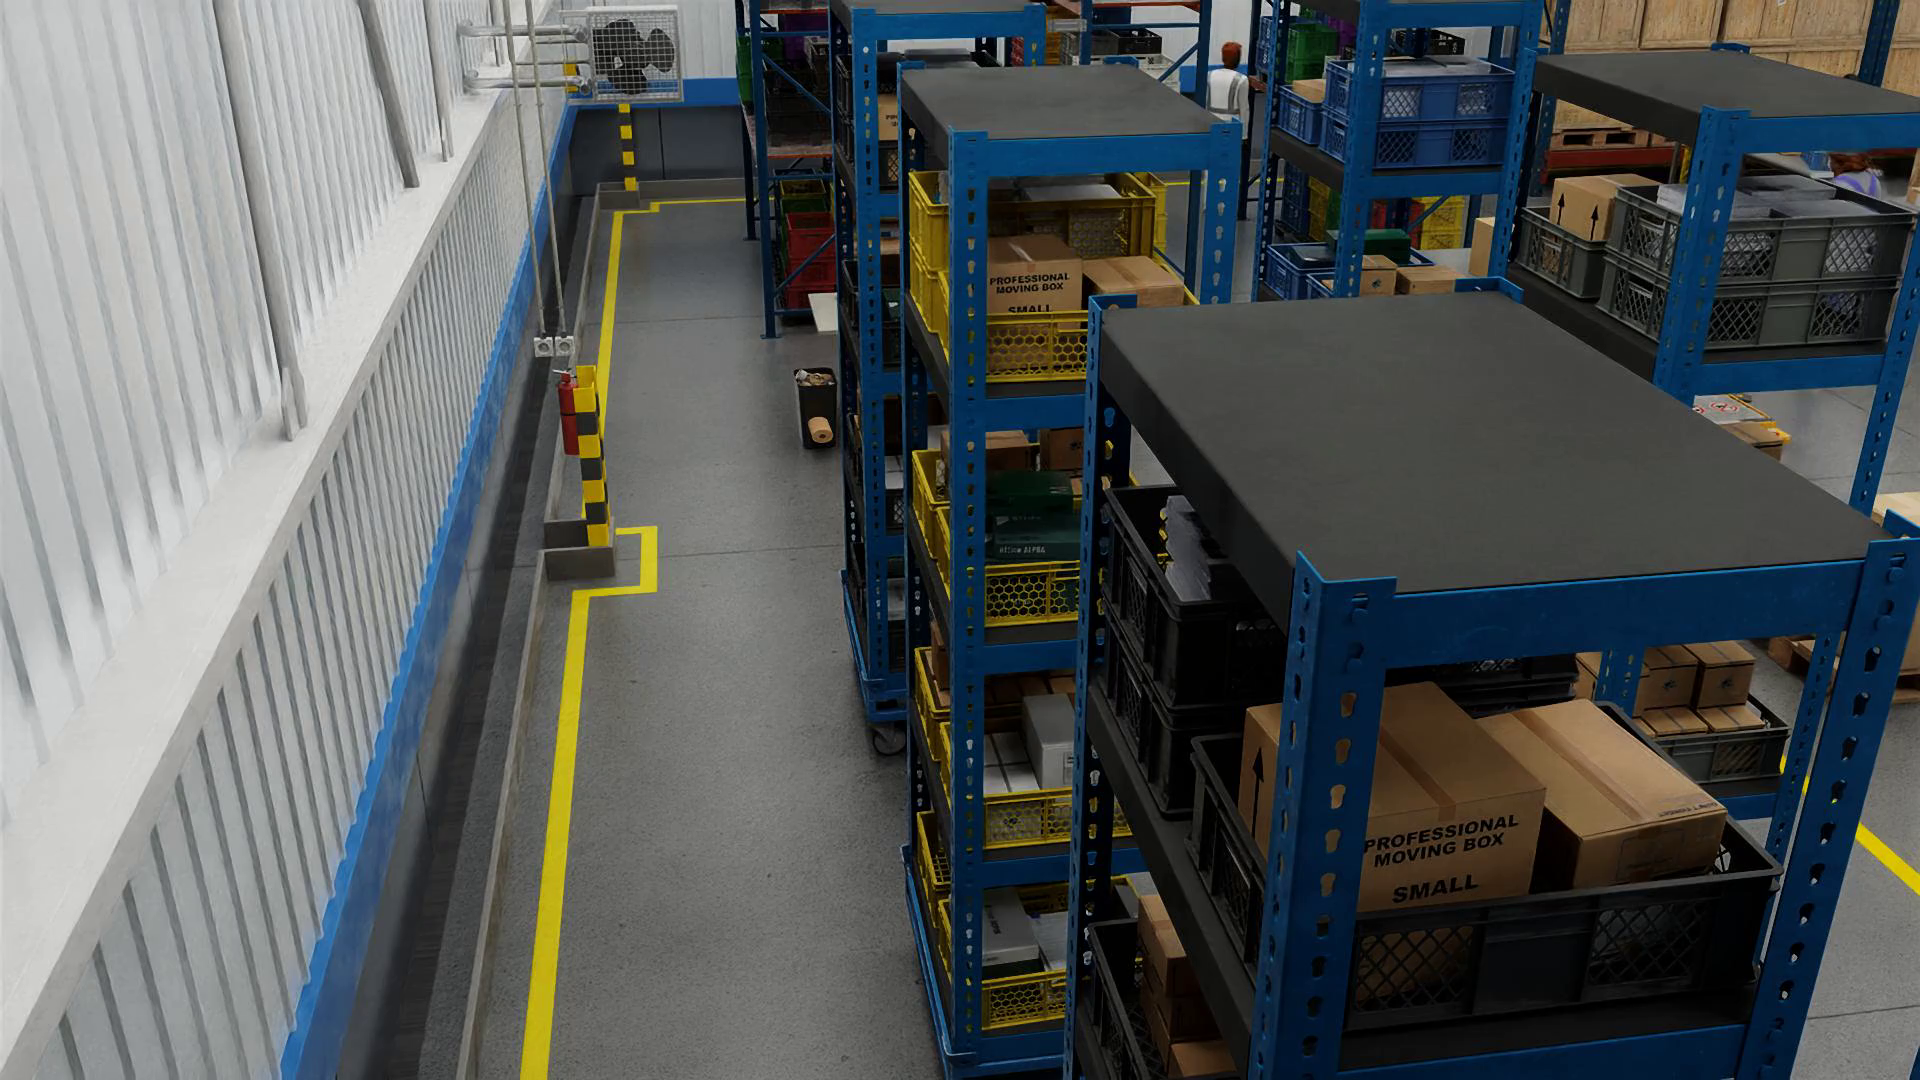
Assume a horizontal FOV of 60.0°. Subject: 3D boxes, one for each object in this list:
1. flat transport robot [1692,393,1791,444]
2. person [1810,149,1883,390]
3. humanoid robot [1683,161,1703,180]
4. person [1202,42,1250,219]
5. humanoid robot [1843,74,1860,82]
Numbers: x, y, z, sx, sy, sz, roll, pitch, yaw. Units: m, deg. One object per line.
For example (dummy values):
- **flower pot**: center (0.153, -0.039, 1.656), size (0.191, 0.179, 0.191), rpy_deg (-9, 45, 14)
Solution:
- **flat transport robot**: center (5.224, -0.859, 12.132), size (1.431, 0.197, 0.652), rpy_deg (-4, 25, -8)
- **person**: center (6.655, -2.220, 13.007), size (0.690, 2.000, 0.711), rpy_deg (-17, 29, -32)
- **humanoid robot**: center (7.374, -3.659, 16.550), size (0.327, 1.657, 0.591), rpy_deg (5, 25, 10)
- **person**: center (2.855, -4.394, 17.917), size (0.581, 1.882, 0.337), rpy_deg (21, 32, 38)
- **humanoid robot**: center (9.089, -4.005, 17.305), size (0.591, 1.654, 0.327), rpy_deg (-14, 28, -28)
